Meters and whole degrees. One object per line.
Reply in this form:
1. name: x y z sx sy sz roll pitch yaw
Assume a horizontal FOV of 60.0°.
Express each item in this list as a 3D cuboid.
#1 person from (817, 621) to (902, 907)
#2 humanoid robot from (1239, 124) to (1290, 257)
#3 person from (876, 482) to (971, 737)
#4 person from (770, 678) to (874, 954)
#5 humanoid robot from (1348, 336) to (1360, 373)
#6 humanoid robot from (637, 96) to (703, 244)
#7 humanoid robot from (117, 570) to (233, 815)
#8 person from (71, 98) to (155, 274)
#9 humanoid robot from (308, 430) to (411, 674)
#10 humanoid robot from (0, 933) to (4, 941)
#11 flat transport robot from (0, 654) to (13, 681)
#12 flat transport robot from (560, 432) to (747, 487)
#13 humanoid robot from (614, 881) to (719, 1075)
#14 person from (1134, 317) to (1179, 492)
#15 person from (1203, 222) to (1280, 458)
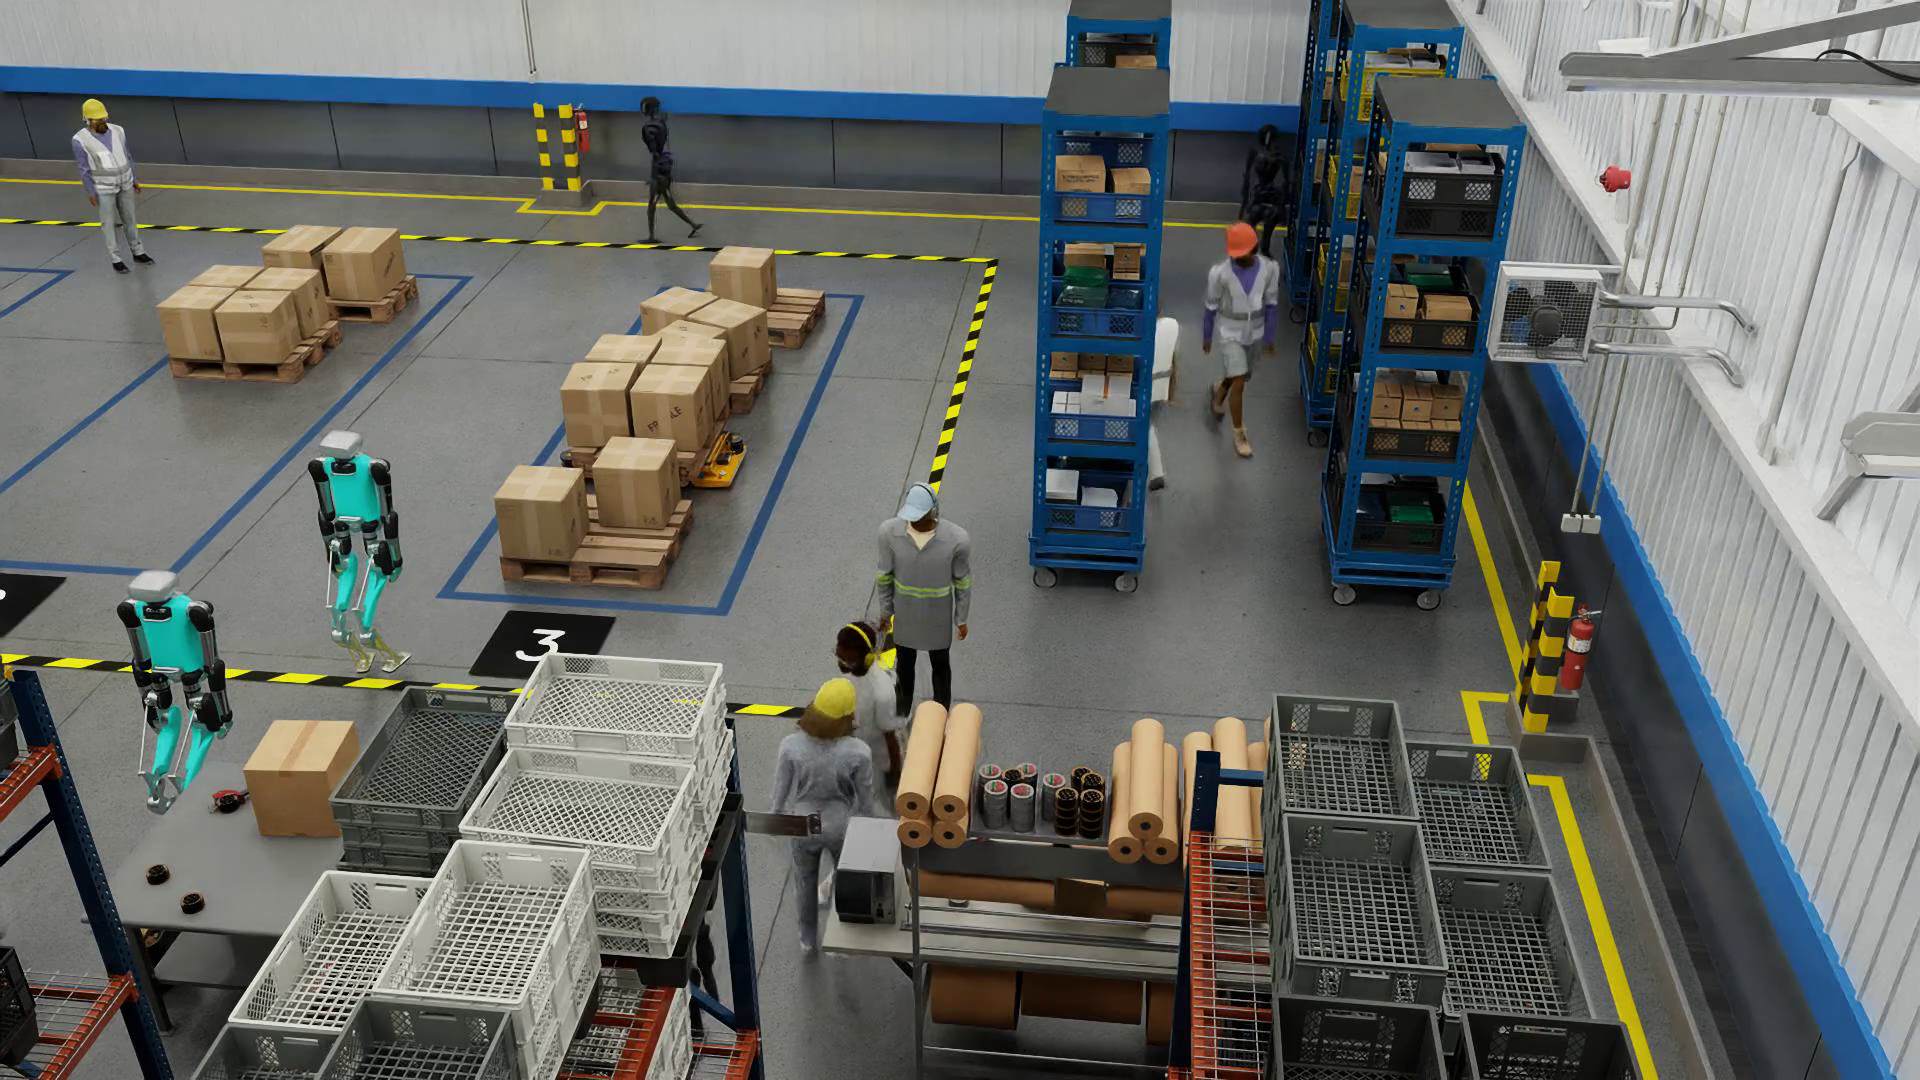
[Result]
1. person: -0.578 1.191 9.075 0.861 1.819 0.698 -12 32 -20
2. humanoid robot: 3.116 -3.455 17.221 0.526 1.651 0.612 -26 39 -37
3. person: -0.232 0.455 10.320 0.587 1.850 0.396 5 31 8
4. person: -0.730 1.487 8.691 0.572 1.710 0.414 0 30 0
5. humanoid robot: 3.334 -1.210 13.159 0.533 1.677 0.735 3 30 6
6. humanoid robot: -3.250 -4.063 18.288 0.722 1.640 0.609 -2 30 -4
7. humanoid robot: -4.431 1.029 9.316 0.533 1.674 0.735 3 30 6
8. person: -8.940 -3.749 17.558 0.404 1.832 0.591 18 35 29
9. humanoid robot: -3.954 0.168 10.792 0.533 1.677 0.735 3 30 6
10. humanoid robot: -5.450 1.545 8.625 0.467 1.648 0.609 7 31 12
11. flat transport robot: -7.142 0.969 11.010 1.431 0.231 0.659 3 30 6
12. flat transport robot: -2.554 -0.707 13.861 1.431 0.197 0.652 3 30 6
13. humanoid robot: -1.437 2.002 7.842 0.606 1.644 0.471 14 33 23
14. person: 1.442 -1.145 13.091 0.609 1.819 0.449 -16 34 -25
15. person: 2.330 -1.772 14.017 0.589 1.984 0.958 -6 31 -11
